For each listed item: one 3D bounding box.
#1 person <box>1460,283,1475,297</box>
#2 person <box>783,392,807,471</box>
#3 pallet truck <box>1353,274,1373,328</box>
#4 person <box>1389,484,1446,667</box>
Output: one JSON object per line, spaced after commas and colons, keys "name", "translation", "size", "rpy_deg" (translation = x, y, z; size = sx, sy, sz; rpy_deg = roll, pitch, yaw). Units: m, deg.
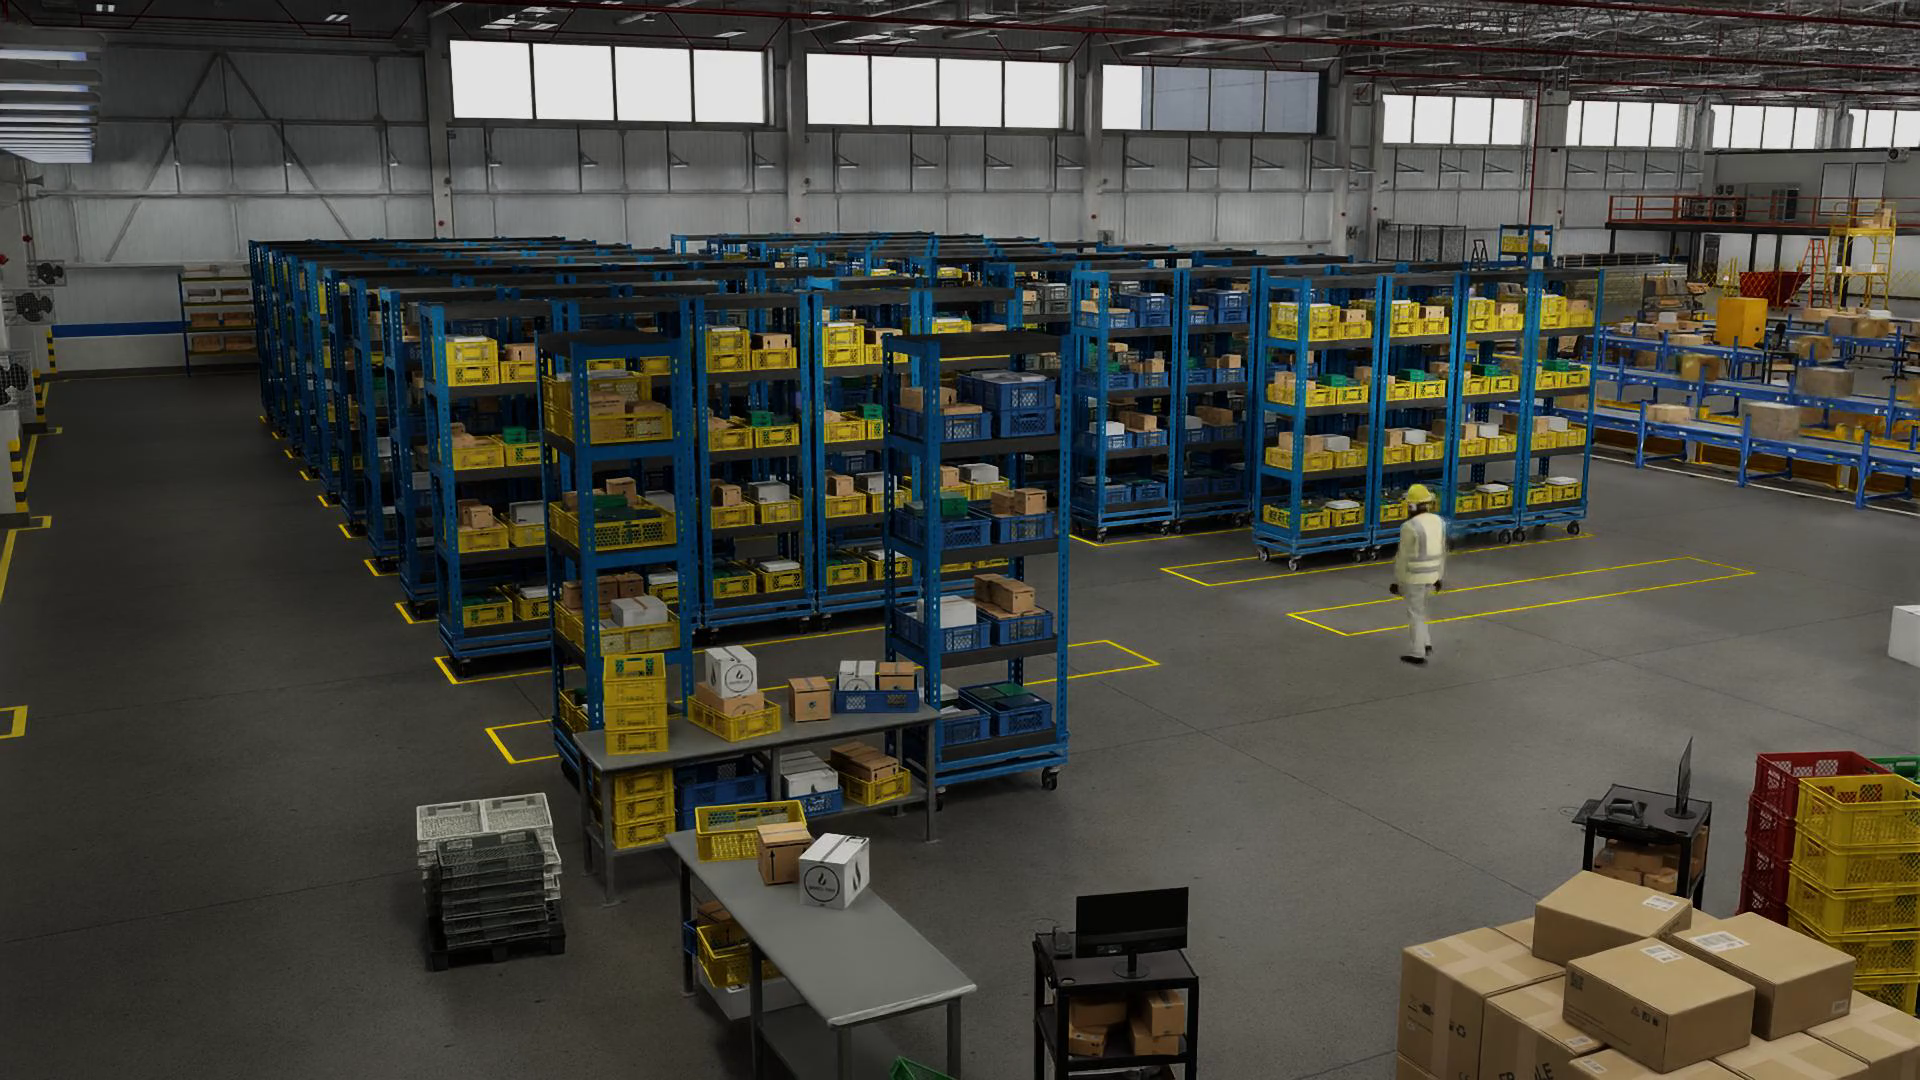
{"name": "person", "translation": [15.346, -6.990, 50.228], "size": [0.610, 2.025, 0.709], "rpy_deg": [7, 14, 28]}
{"name": "person", "translation": [-2.629, -1.947, 27.099], "size": [0.581, 1.825, 0.733], "rpy_deg": [-4, 13, -19]}
{"name": "pallet truck", "translation": [13.011, -8.050, 55.243], "size": [0.823, 1.965, 1.885], "rpy_deg": [-7, 14, -28]}
{"name": "person", "translation": [4.501, 0.351, 16.404], "size": [0.591, 1.813, 0.447], "rpy_deg": [-10, 15, -38]}
